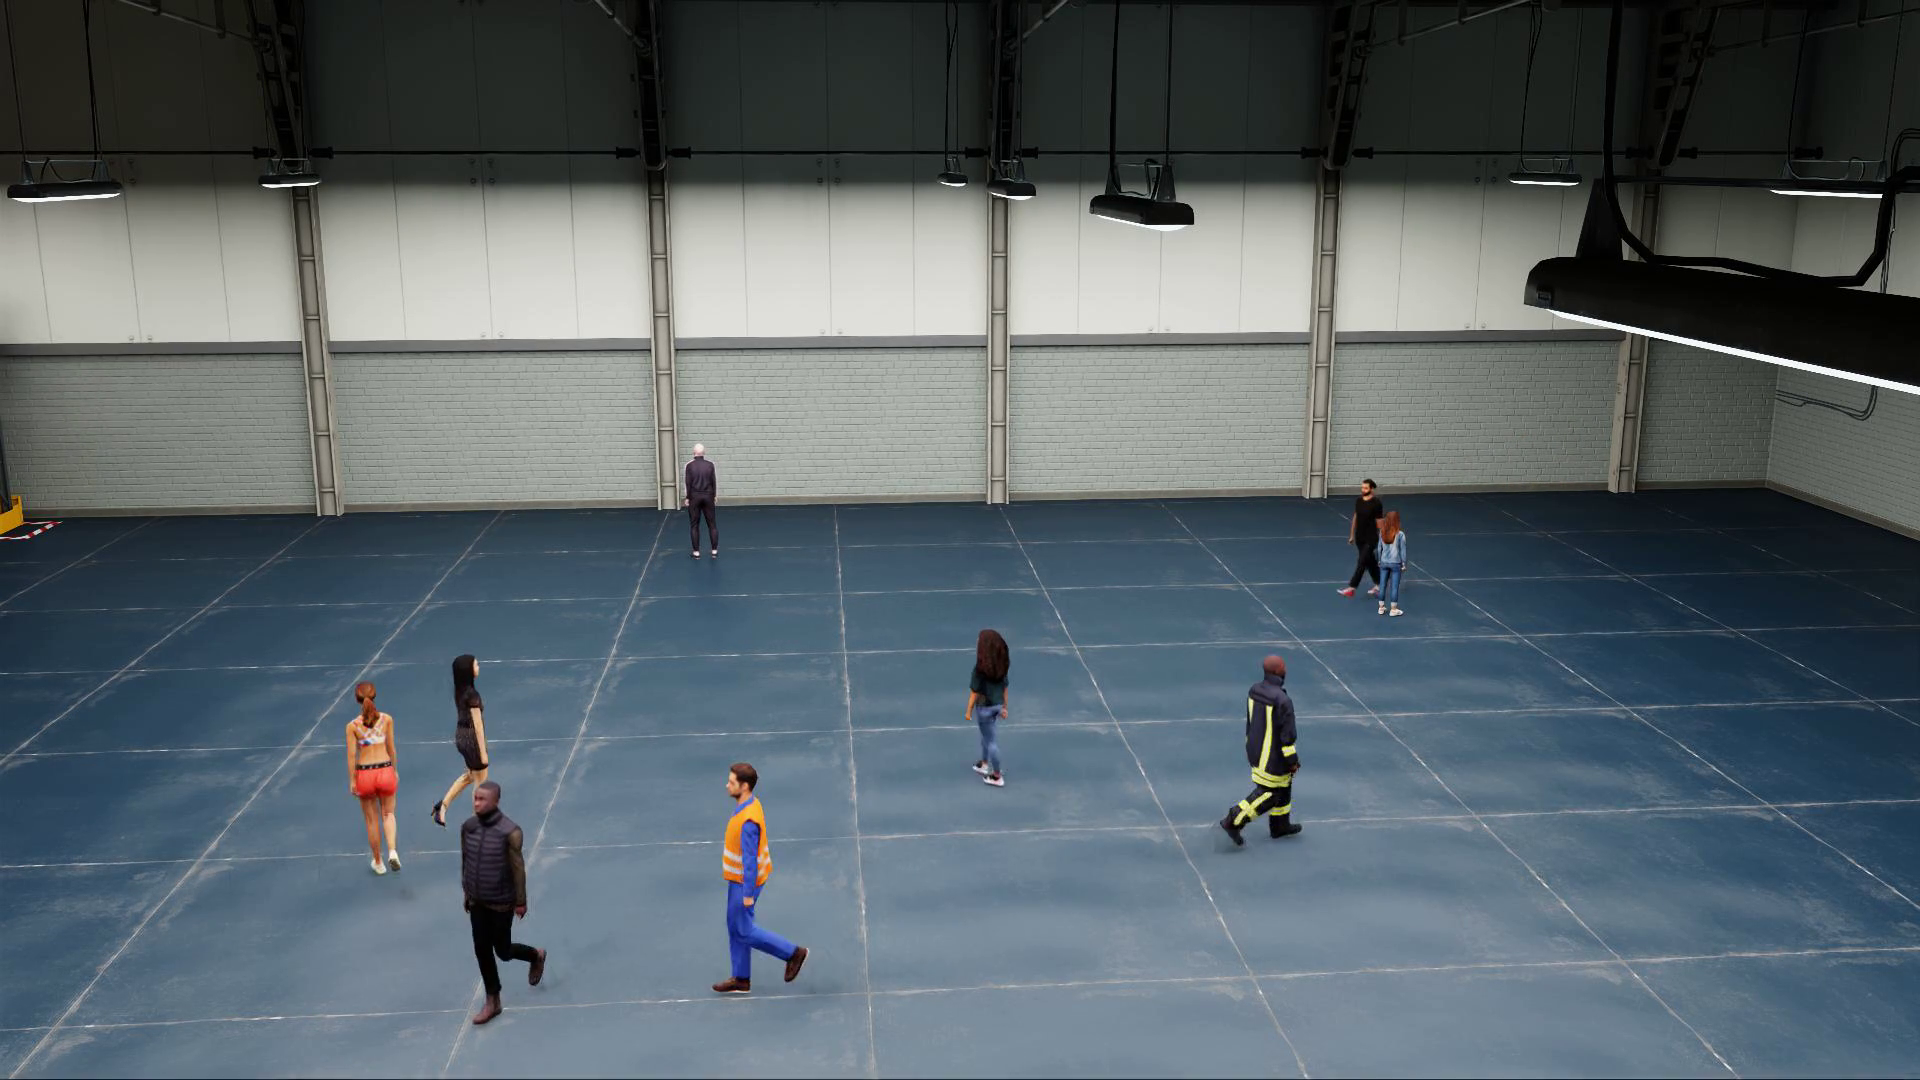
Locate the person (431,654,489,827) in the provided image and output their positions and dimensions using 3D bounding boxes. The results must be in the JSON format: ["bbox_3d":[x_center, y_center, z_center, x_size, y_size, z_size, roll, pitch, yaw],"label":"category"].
[{"bbox_3d":[-4.620,1.945,15.418,0.903,1.775,0.804,-10,16,-37],"label":"person"}]

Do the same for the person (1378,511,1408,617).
[{"bbox_3d":[5.987,0.318,23.107,0.630,1.477,0.695,10,16,37],"label":"person"}]

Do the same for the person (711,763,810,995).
[{"bbox_3d":[-1.528,2.570,12.556,0.998,1.849,0.750,-3,13,-11],"label":"person"}]

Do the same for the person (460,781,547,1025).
[{"bbox_3d":[-3.401,2.638,12.321,1.038,1.822,1.034,6,14,25],"label":"person"}]

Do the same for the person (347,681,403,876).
[{"bbox_3d":[-5.106,2.135,14.593,0.847,1.776,0.828,-8,15,-30],"label":"person"}]

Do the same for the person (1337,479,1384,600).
[{"bbox_3d":[5.926,-0.003,23.971,1.244,1.712,0.959,-7,15,-27],"label":"person"}]

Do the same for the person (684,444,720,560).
[{"bbox_3d":[-4.096,-0.619,26.355,0.602,1.836,0.789,-4,14,-19],"label":"person"}]

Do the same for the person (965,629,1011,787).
[{"bbox_3d":[0.352,1.714,16.807,0.883,1.599,0.832,12,17,41],"label":"person"}]

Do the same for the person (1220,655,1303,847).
[{"bbox_3d":[2.803,1.955,15.320,1.229,1.800,0.917,-4,14,-18],"label":"person"}]
